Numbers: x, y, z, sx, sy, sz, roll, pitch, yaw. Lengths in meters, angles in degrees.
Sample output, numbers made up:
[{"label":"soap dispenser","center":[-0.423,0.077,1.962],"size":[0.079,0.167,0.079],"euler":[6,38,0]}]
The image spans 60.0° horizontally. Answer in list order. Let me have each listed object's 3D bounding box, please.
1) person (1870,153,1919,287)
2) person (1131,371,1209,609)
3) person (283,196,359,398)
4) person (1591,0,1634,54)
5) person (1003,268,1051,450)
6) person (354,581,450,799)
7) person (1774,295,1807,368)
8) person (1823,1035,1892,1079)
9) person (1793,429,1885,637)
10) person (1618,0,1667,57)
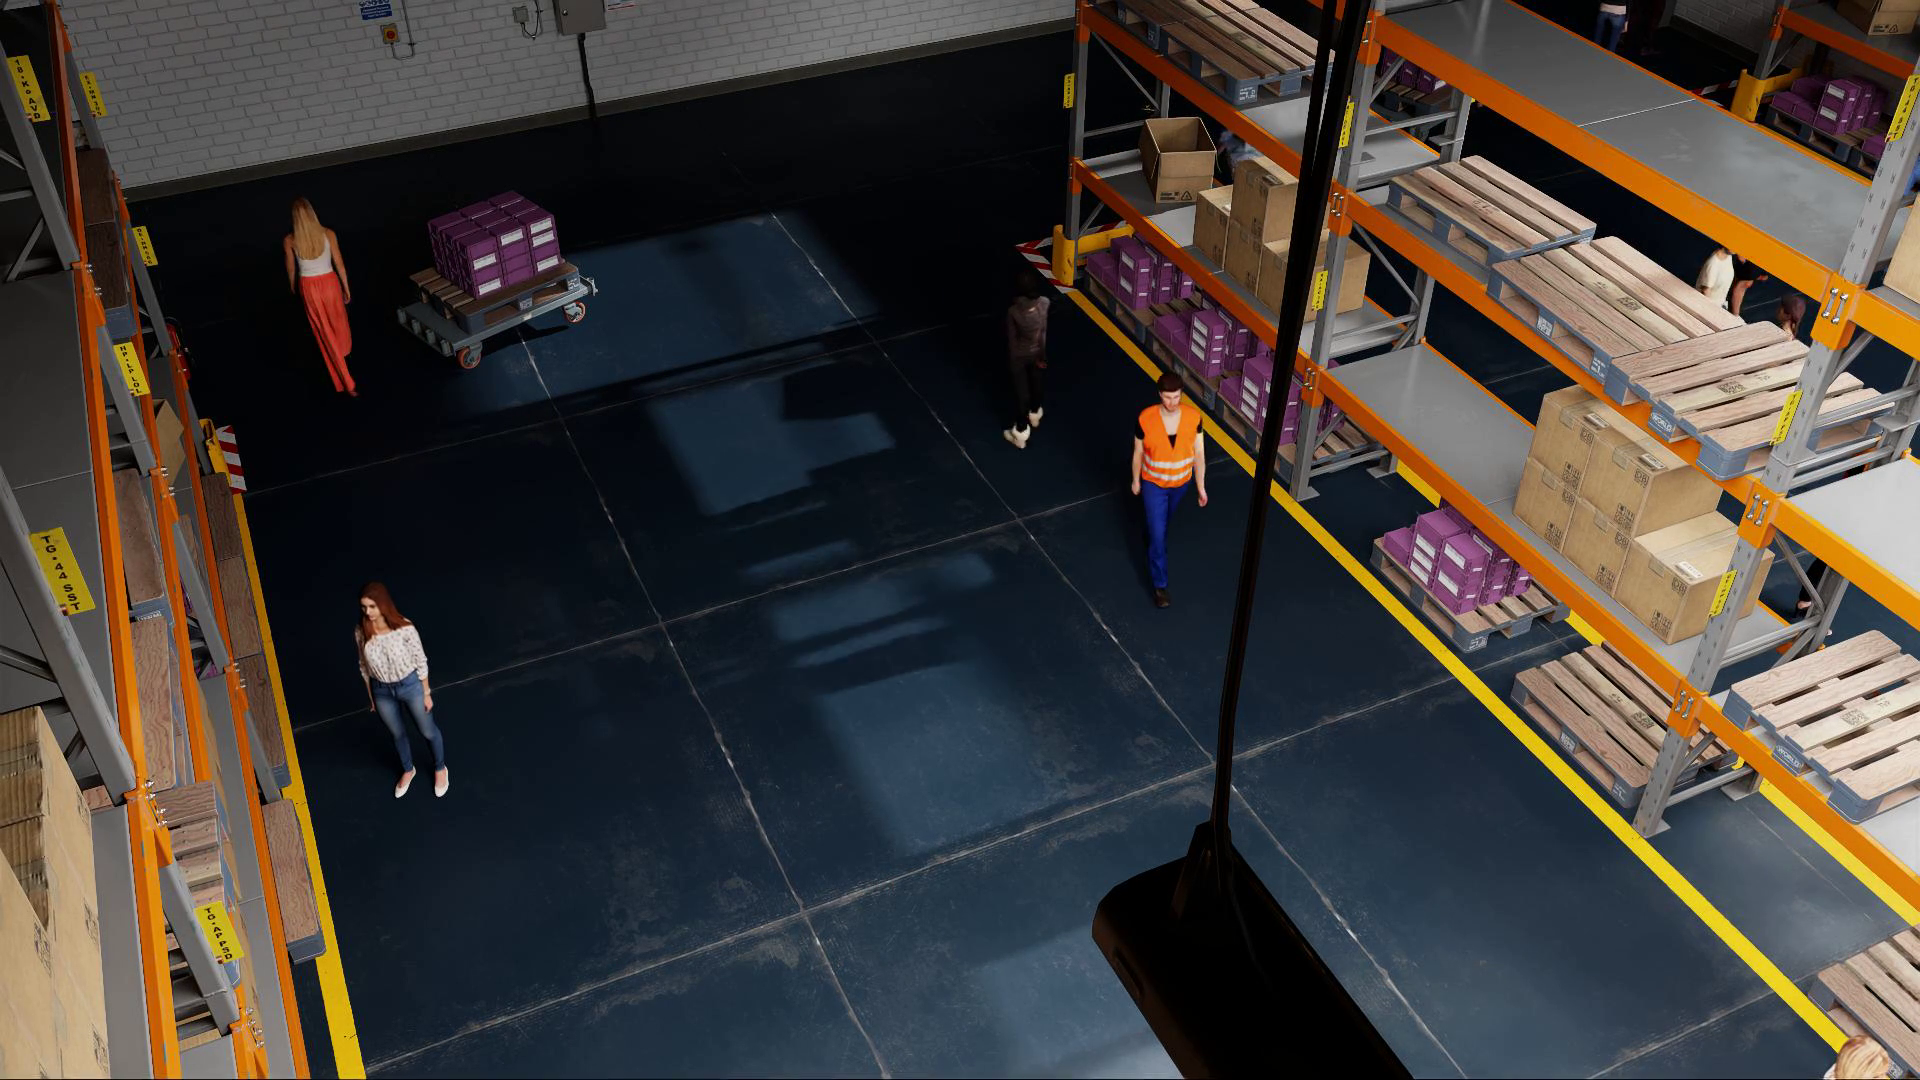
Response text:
[{"label":"person","center":[8.782,-3.065,15.703],"size":[0.946,1.768,1.254],"euler":[-4,39,-5]},{"label":"person","center":[1.527,-0.504,12.437],"size":[0.909,1.843,1.258],"euler":[-5,39,-7]},{"label":"person","center":[-5.528,-2.062,14.473],"size":[0.690,1.736,1.301],"euler":[-16,41,-19]},{"label":"person","center":[7.618,-6.100,19.489],"size":[0.707,1.787,0.582],"euler":[-31,48,-33]},{"label":"person","center":[0.499,-1.612,13.979],"size":[0.633,1.649,0.817],"euler":[-15,41,-18]},{"label":"person","center":[-3.610,0.950,10.708],"size":[0.647,1.729,0.639],"euler":[0,39,0]},{"label":"person","center":[6.688,-1.282,13.646],"size":[0.695,1.550,0.650],"euler":[26,45,29]},{"label":"person","center":[4.111,2.985,8.081],"size":[0.660,1.826,0.683],"euler":[29,47,32]},{"label":"person","center":[6.392,-0.066,11.965],"size":[0.782,1.748,0.683],"euler":[0,39,0]},{"label":"person","center":[8.481,-6.853,20.377],"size":[0.835,1.854,0.802],"euler":[-12,40,-14]}]
